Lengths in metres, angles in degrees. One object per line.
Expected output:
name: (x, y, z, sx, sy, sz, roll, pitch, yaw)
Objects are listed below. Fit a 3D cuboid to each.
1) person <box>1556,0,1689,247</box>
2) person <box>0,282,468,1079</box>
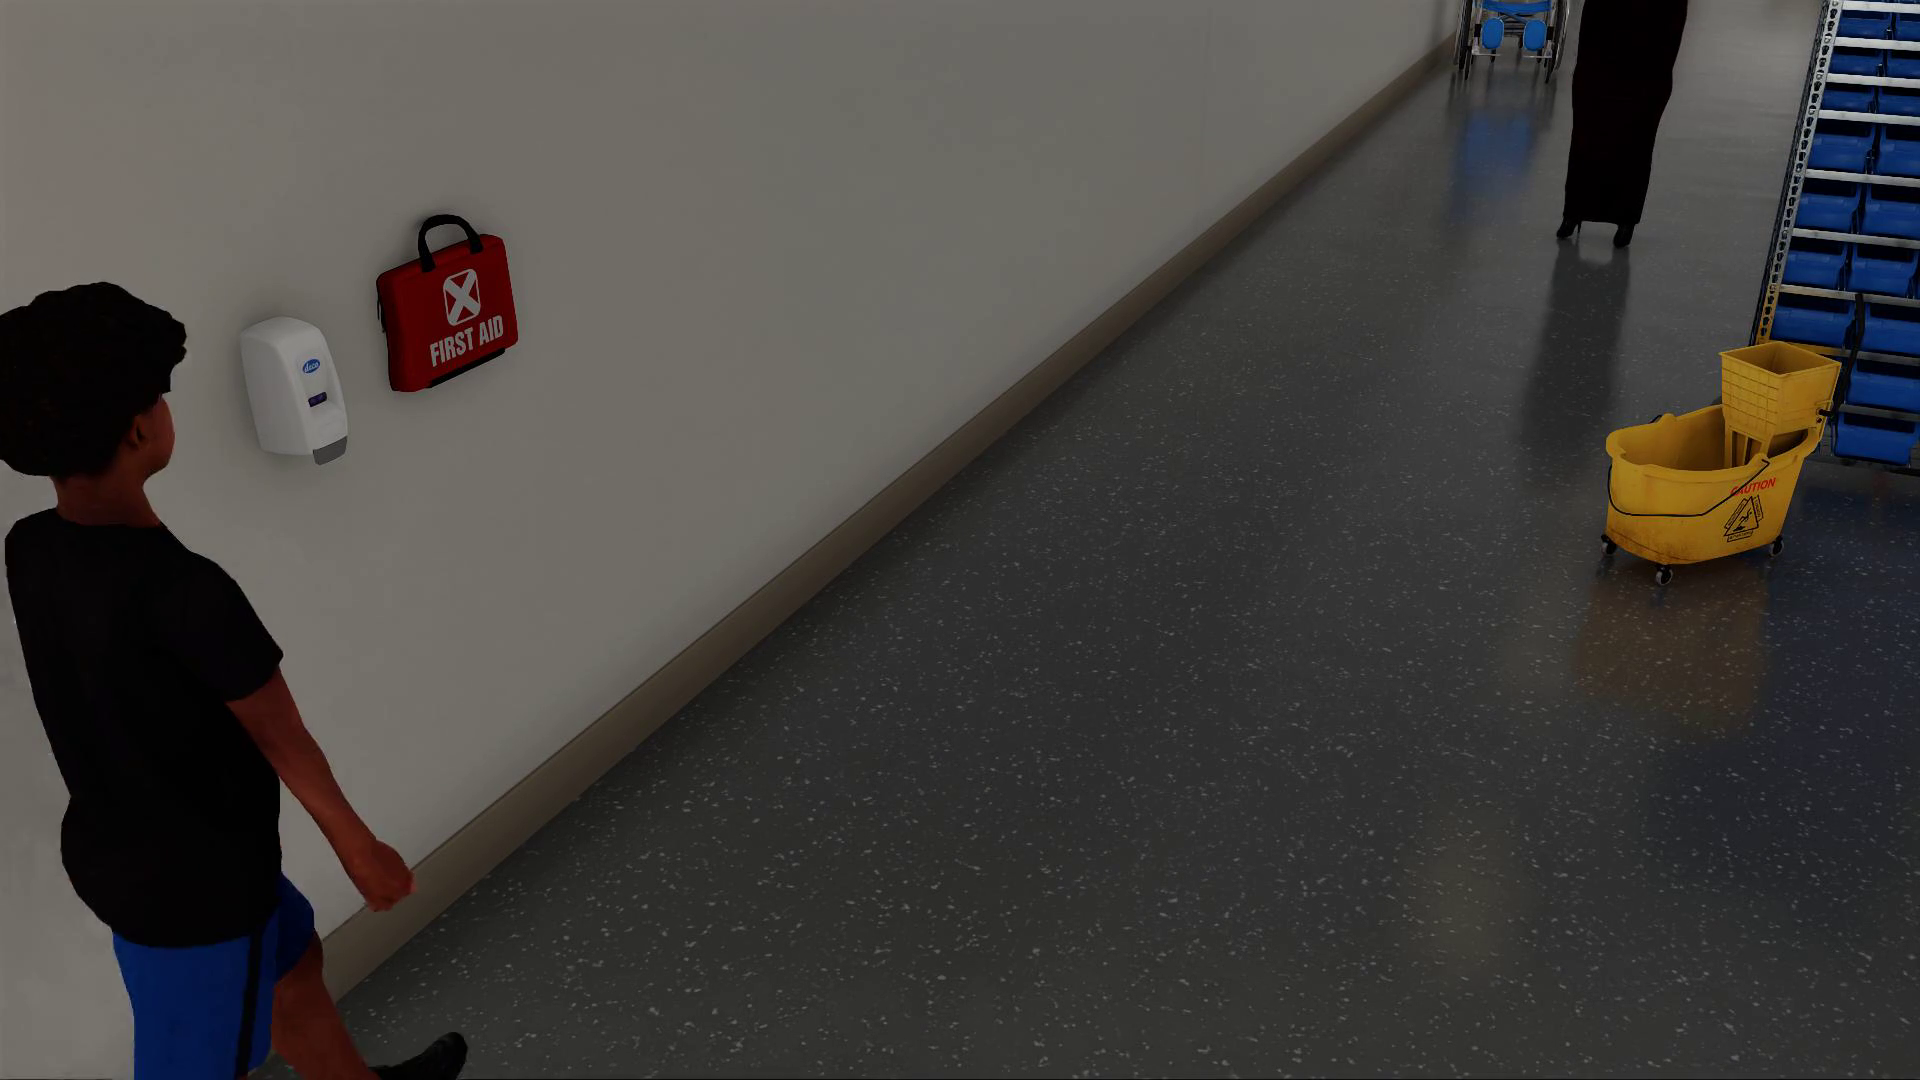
person: (3.457, -2.421, 8.658, 0.620, 1.756, 0.774, 18, 31, 32)
person: (-1.250, 0.538, 2.513, 0.956, 1.765, 0.811, 19, 32, 34)
